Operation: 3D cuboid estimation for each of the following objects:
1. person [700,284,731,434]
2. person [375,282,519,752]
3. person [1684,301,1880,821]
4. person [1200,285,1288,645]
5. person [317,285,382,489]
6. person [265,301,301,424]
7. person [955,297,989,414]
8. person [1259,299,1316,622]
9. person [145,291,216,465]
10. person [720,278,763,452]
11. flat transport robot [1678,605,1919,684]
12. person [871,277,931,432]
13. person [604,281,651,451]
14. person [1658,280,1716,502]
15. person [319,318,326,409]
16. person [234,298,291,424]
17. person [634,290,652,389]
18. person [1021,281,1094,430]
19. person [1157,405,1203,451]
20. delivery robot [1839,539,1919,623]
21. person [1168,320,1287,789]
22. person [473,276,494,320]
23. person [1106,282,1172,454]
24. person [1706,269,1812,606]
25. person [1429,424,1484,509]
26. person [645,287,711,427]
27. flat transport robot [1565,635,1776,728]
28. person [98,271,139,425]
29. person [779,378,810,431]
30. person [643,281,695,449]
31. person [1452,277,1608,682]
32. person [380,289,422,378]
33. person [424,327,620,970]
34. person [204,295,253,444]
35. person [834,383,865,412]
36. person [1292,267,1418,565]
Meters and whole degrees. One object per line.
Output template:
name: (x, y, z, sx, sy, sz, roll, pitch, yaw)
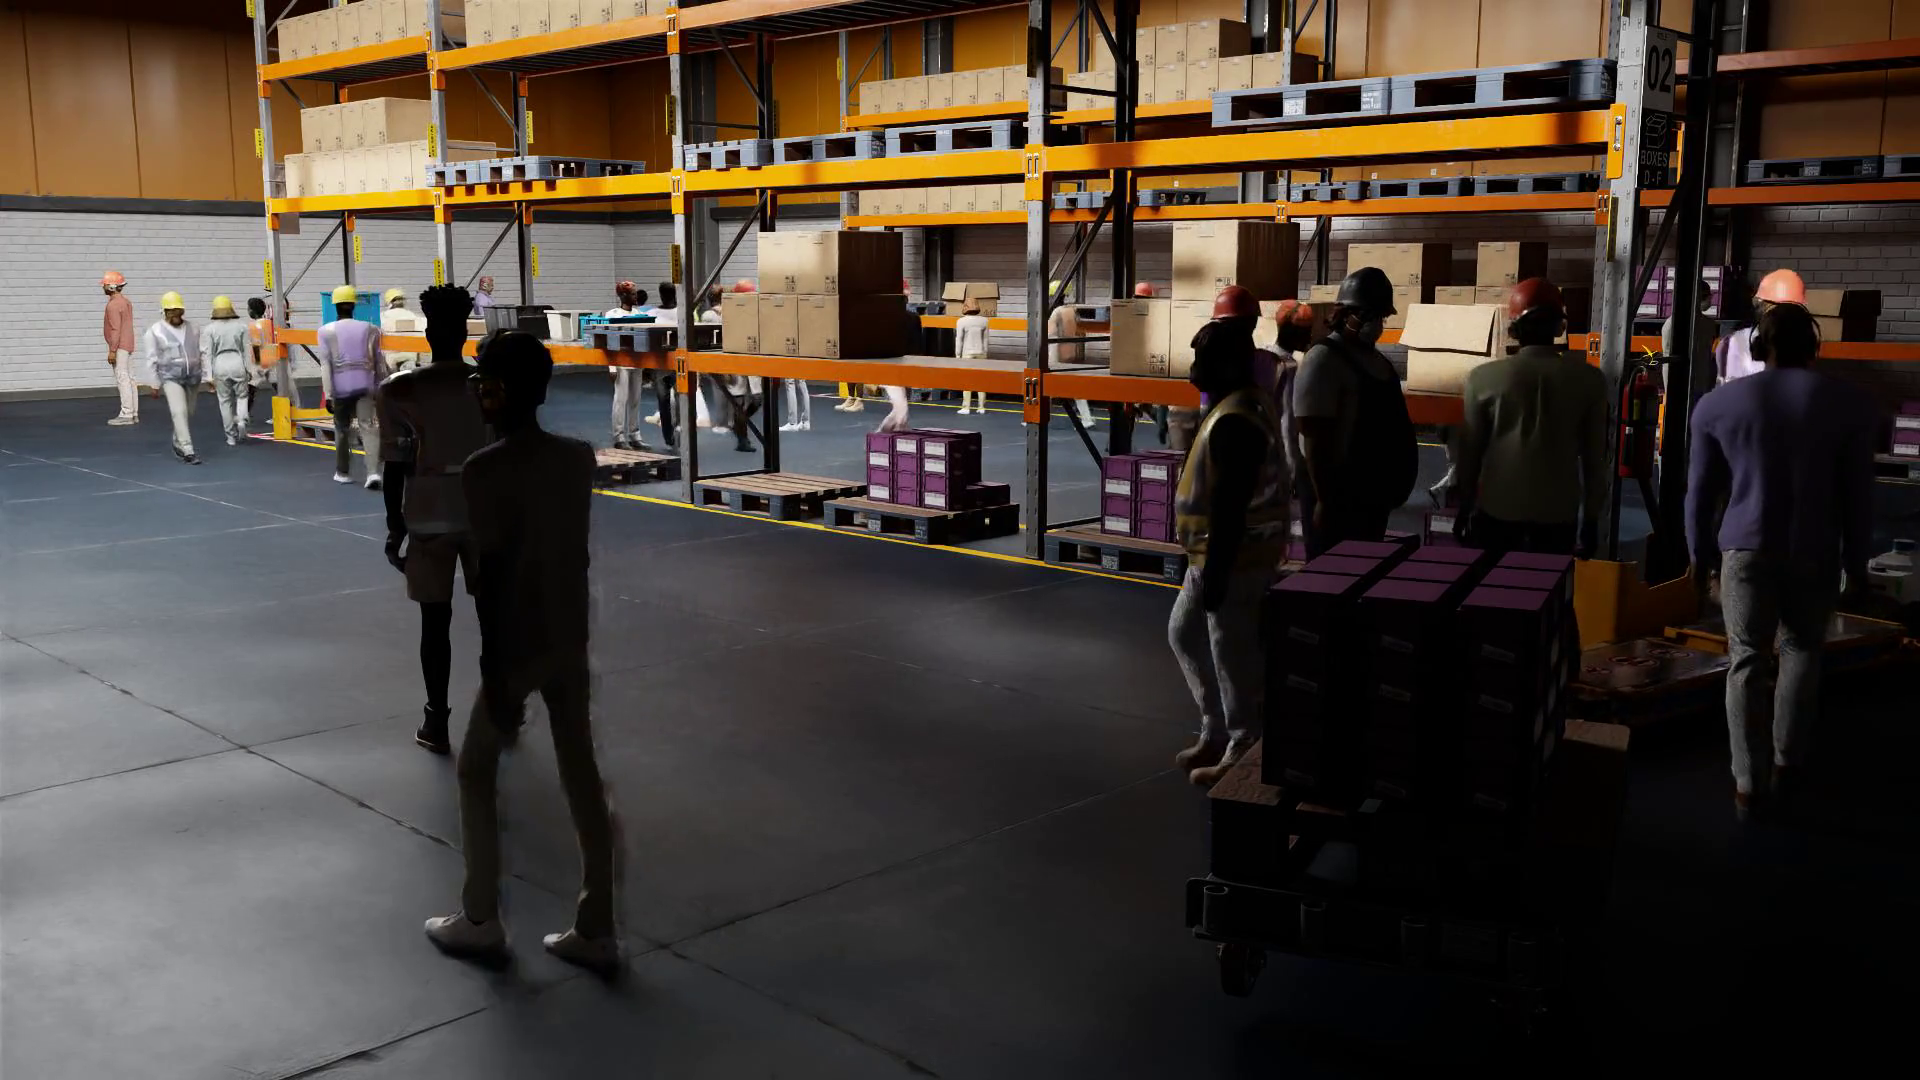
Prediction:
person: (-2.999, -2.218, 20.448, 0.517, 1.829, 0.528, 8, 12, 41)
person: (-2.118, -0.090, 6.995, 0.607, 1.966, 0.367, -4, 10, -25)
person: (3.087, 0.055, 6.308, 0.640, 1.894, 0.886, 5, 10, 27)
person: (1.463, -0.377, 8.841, 0.544, 1.938, 0.355, -6, 11, -32)
person: (-5.619, -1.414, 15.394, 0.589, 1.876, 1.005, -6, 11, -34)
person: (-8.897, -2.313, 21.684, 0.648, 1.610, 0.580, -8, 12, -41)
person: (0.166, -2.567, 23.223, 0.501, 1.628, 0.277, -4, 10, -23)
person: (1.736, -0.455, 9.589, 0.388, 1.857, 0.750, -3, 10, -17)
person: (-8.191, -1.705, 17.437, 0.903, 1.798, 0.595, 8, 12, 41)
person: (-2.406, -1.926, 18.409, 0.550, 1.919, 0.498, -8, 12, -41)
flat transport robot: (4.205, 0.525, 8.404, 1.431, 0.197, 0.652, -6, 11, -31)
person: (-0.678, -1.718, 17.020, 0.621, 1.965, 0.949, -9, 13, -43)
person: (-3.673, -1.913, 18.425, 0.344, 1.881, 0.585, 6, 11, 32)
person: (6.281, -1.274, 14.334, 0.636, 1.939, 0.364, -6, 11, -34)
person: (-8.171, -2.385, 21.848, 0.530, 1.709, 0.939, 3, 10, 18)
person: (-8.956, -2.266, 21.282, 0.878, 1.647, 0.538, 2, 9, 12)
person: (-5.432, -3.391, 28.160, 0.552, 1.648, 0.843, -9, 13, -43)
person: (1.271, -2.304, 20.865, 1.005, 1.878, 0.591, 8, 12, 40)
person: (1.789, -0.908, 13.127, 0.511, 1.604, 0.791, -4, 10, -21)
delivery robot: (5.099, 0.237, 9.015, 0.707, 0.478, 0.477, -7, 11, -35)
person: (0.996, 0.066, 6.458, 0.519, 1.823, 0.655, 1, 9, 9)
person: (-7.698, -3.336, 27.099, 0.409, 1.903, 0.638, -4, 10, -21)
person: (2.042, -1.845, 18.032, 0.851, 1.884, 0.525, 6, 11, 31)
person: (4.689, -0.555, 9.697, 0.625, 2.013, 0.790, 0, 9, -3)
person: (3.890, -0.905, 13.027, 0.526, 1.620, 0.442, -7, 12, -36)
person: (-3.613, -2.339, 21.328, 0.949, 1.792, 0.644, 2, 9, 11)
flat transport robot: (3.027, 0.657, 7.595, 1.431, 0.197, 0.652, -6, 11, -34)
person: (-10.948, -2.498, 21.660, 0.375, 1.997, 0.612, -2, 9, -10)
person: (-2.087, -2.284, 20.764, 0.315, 1.863, 0.526, 8, 12, 40)
person: (-3.241, -1.940, 18.569, 0.596, 1.896, 0.510, -1, 9, -9)
person: (2.484, -0.148, 7.280, 0.617, 1.990, 0.408, 1, 9, 7)
person: (-7.184, -2.319, 21.280, 0.603, 1.759, 0.925, -4, 10, -21)
person: (-1.288, 0.313, 4.858, 0.775, 1.847, 0.500, 7, 11, 36)
person: (-8.390, -1.947, 19.095, 0.501, 1.726, 0.438, -4, 10, -26)
person: (-1.576, -2.819, 23.490, 0.393, 2.041, 0.614, -5, 10, -27)
person: (1.833, -0.235, 7.650, 0.537, 2.000, 0.675, 7, 12, 38)
